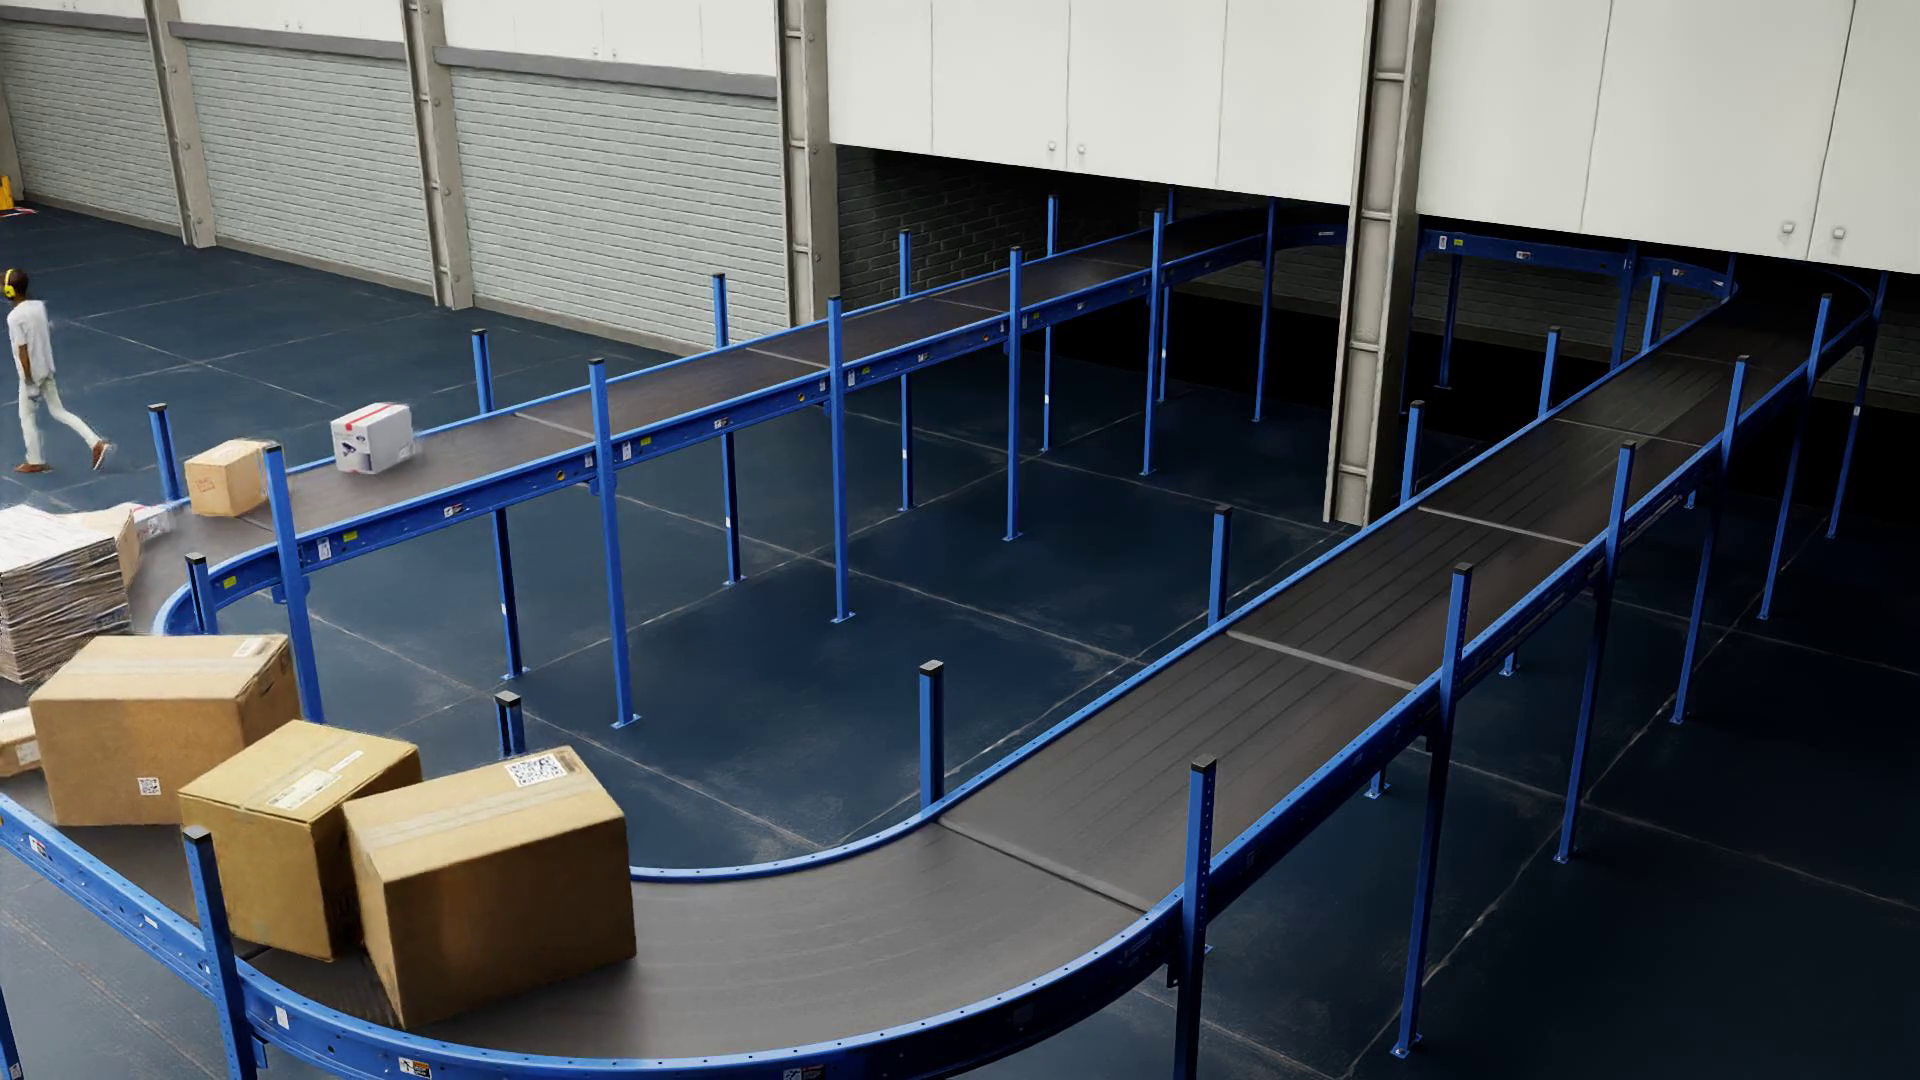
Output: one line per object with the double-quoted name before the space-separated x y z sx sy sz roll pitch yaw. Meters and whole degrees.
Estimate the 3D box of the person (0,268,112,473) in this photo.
"person" -7.917 -1.448 14.361 0.850 1.847 0.525 3 22 7
